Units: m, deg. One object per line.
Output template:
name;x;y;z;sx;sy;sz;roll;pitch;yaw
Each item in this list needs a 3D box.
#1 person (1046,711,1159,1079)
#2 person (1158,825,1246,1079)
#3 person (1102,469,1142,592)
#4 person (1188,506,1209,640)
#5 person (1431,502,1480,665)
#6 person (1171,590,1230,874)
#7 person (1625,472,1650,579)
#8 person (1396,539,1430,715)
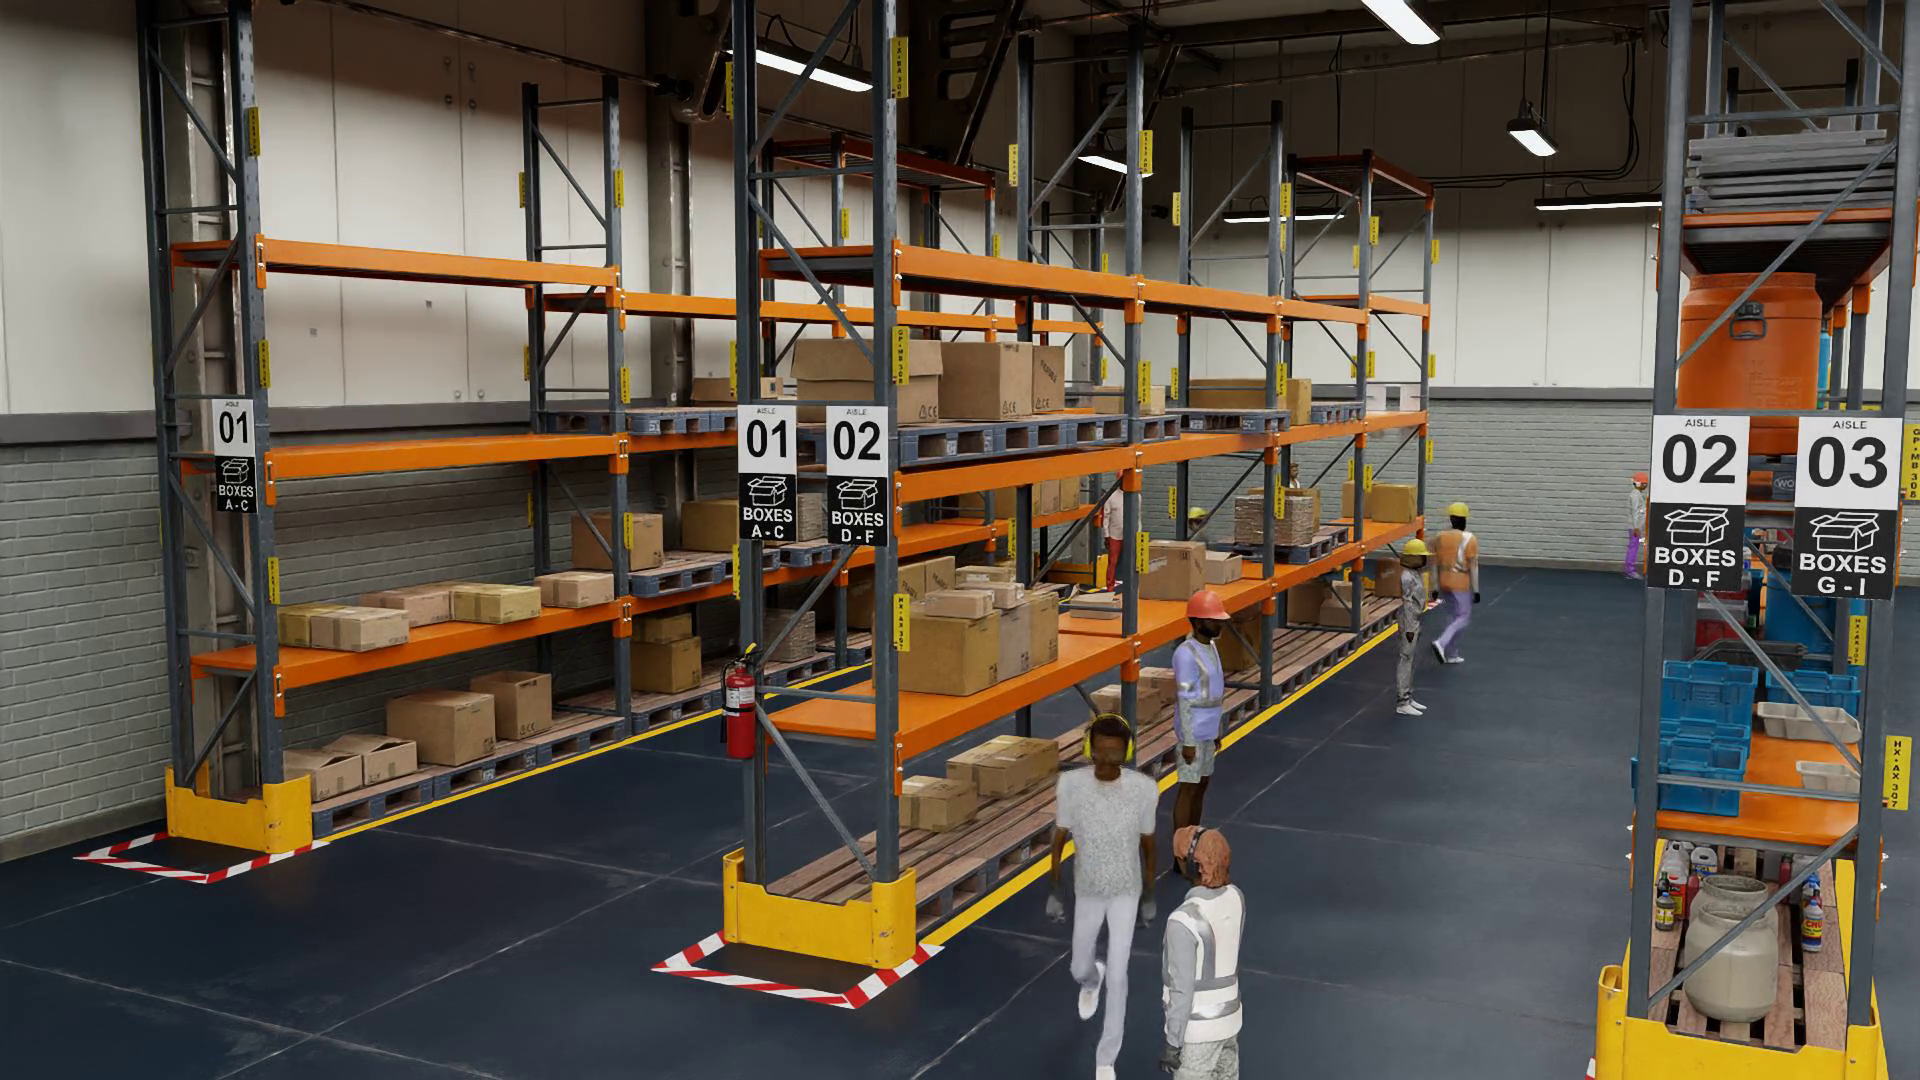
person;0.697;1.688;8.088;0.534;1.835;0.760;1;6;9
person;0.959;1.937;6.584;0.309;1.641;0.515;4;7;34
person;2.378;-0.063;24.313;0.610;1.996;0.378;-2;6;-17
person;2.864;0.468;20.280;0.320;1.767;0.526;4;7;34
person;5.642;0.515;19.130;0.640;1.906;0.599;-4;7;-33
person;1.644;1.302;11.311;0.363;1.939;0.542;3;7;28
person;11.087;-0.238;27.194;0.344;1.747;0.572;2;6;23
person;4.516;0.859;16.565;0.296;1.744;0.487;3;6;23
